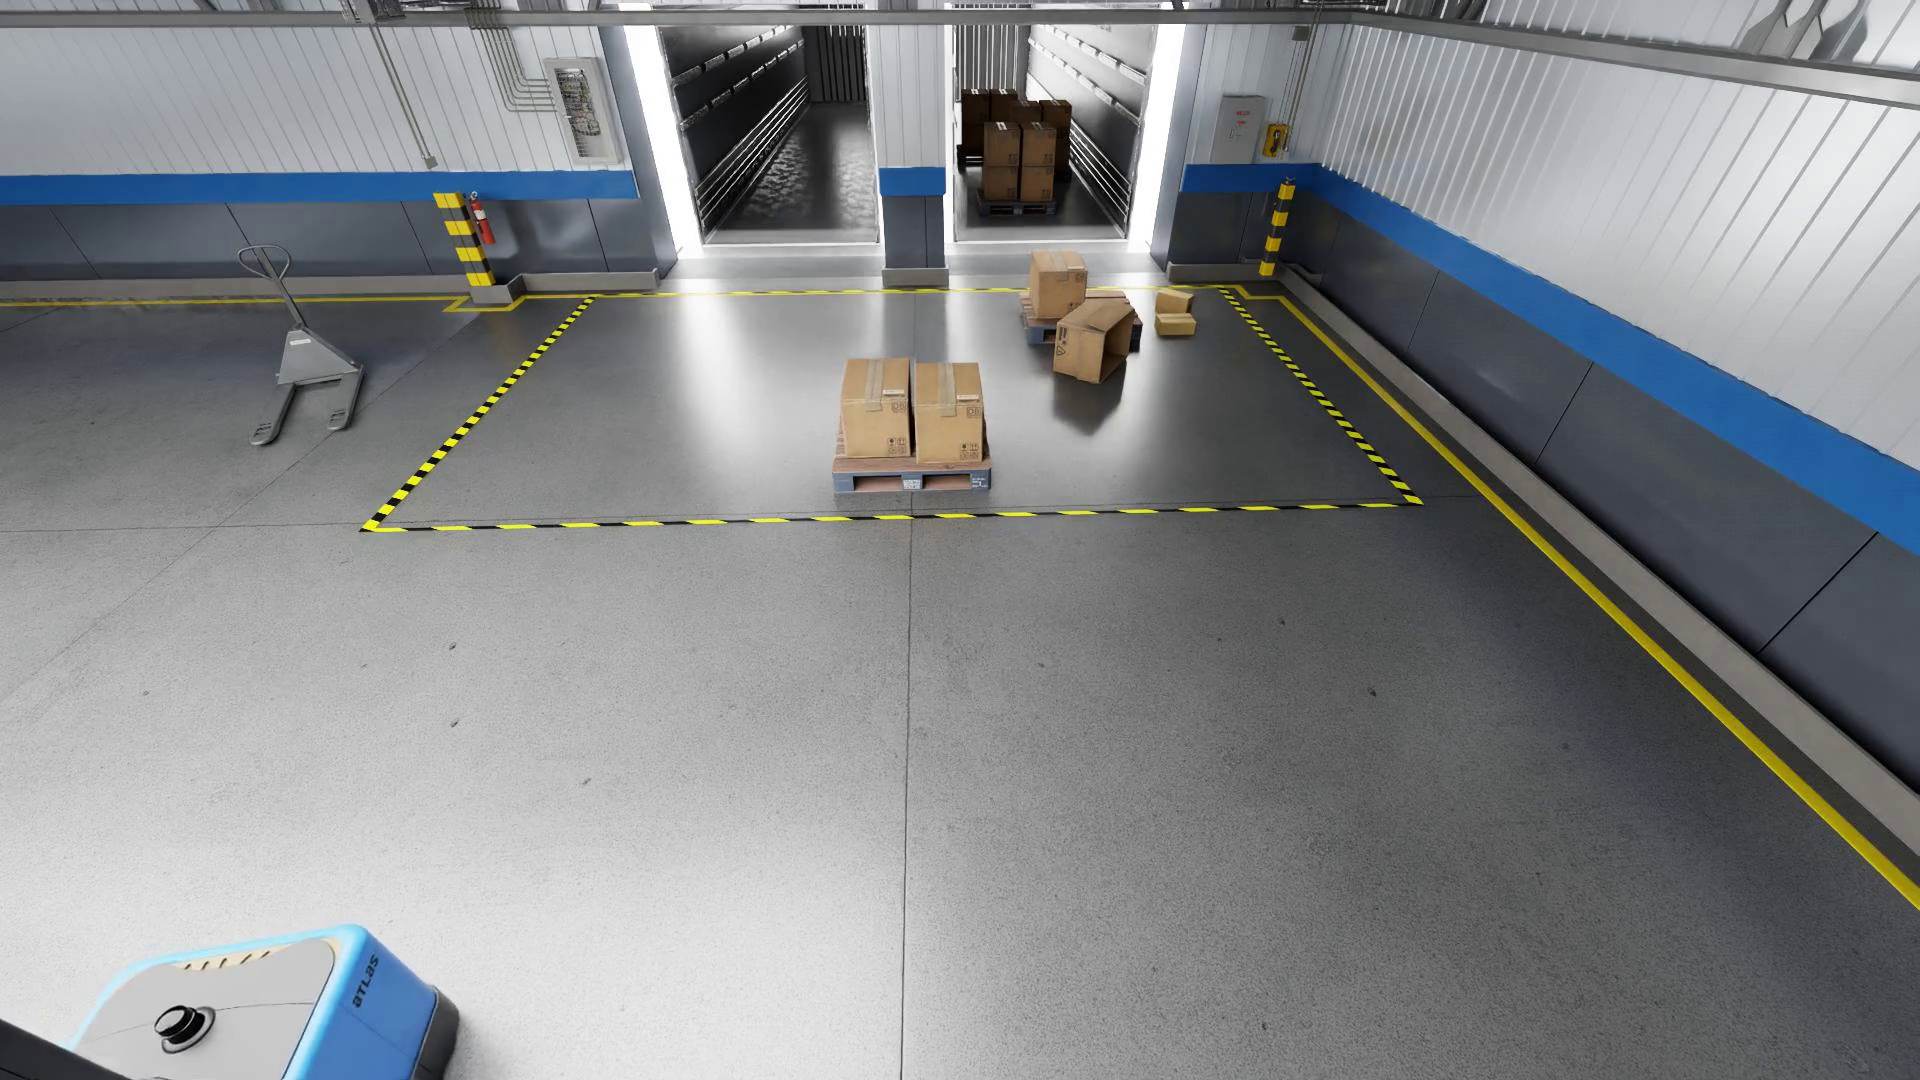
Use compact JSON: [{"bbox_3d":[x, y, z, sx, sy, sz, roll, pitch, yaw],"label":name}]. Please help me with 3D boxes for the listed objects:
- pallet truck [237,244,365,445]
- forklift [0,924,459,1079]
[{"bbox_3d":[-5.915,-1.733,6.366,0.680,1.201,1.601,-18,42,-21],"label":"pallet truck"},{"bbox_3d":[-2.196,1.344,1.843,0.716,2.013,0.776,-6,39,-8],"label":"forklift"}]
